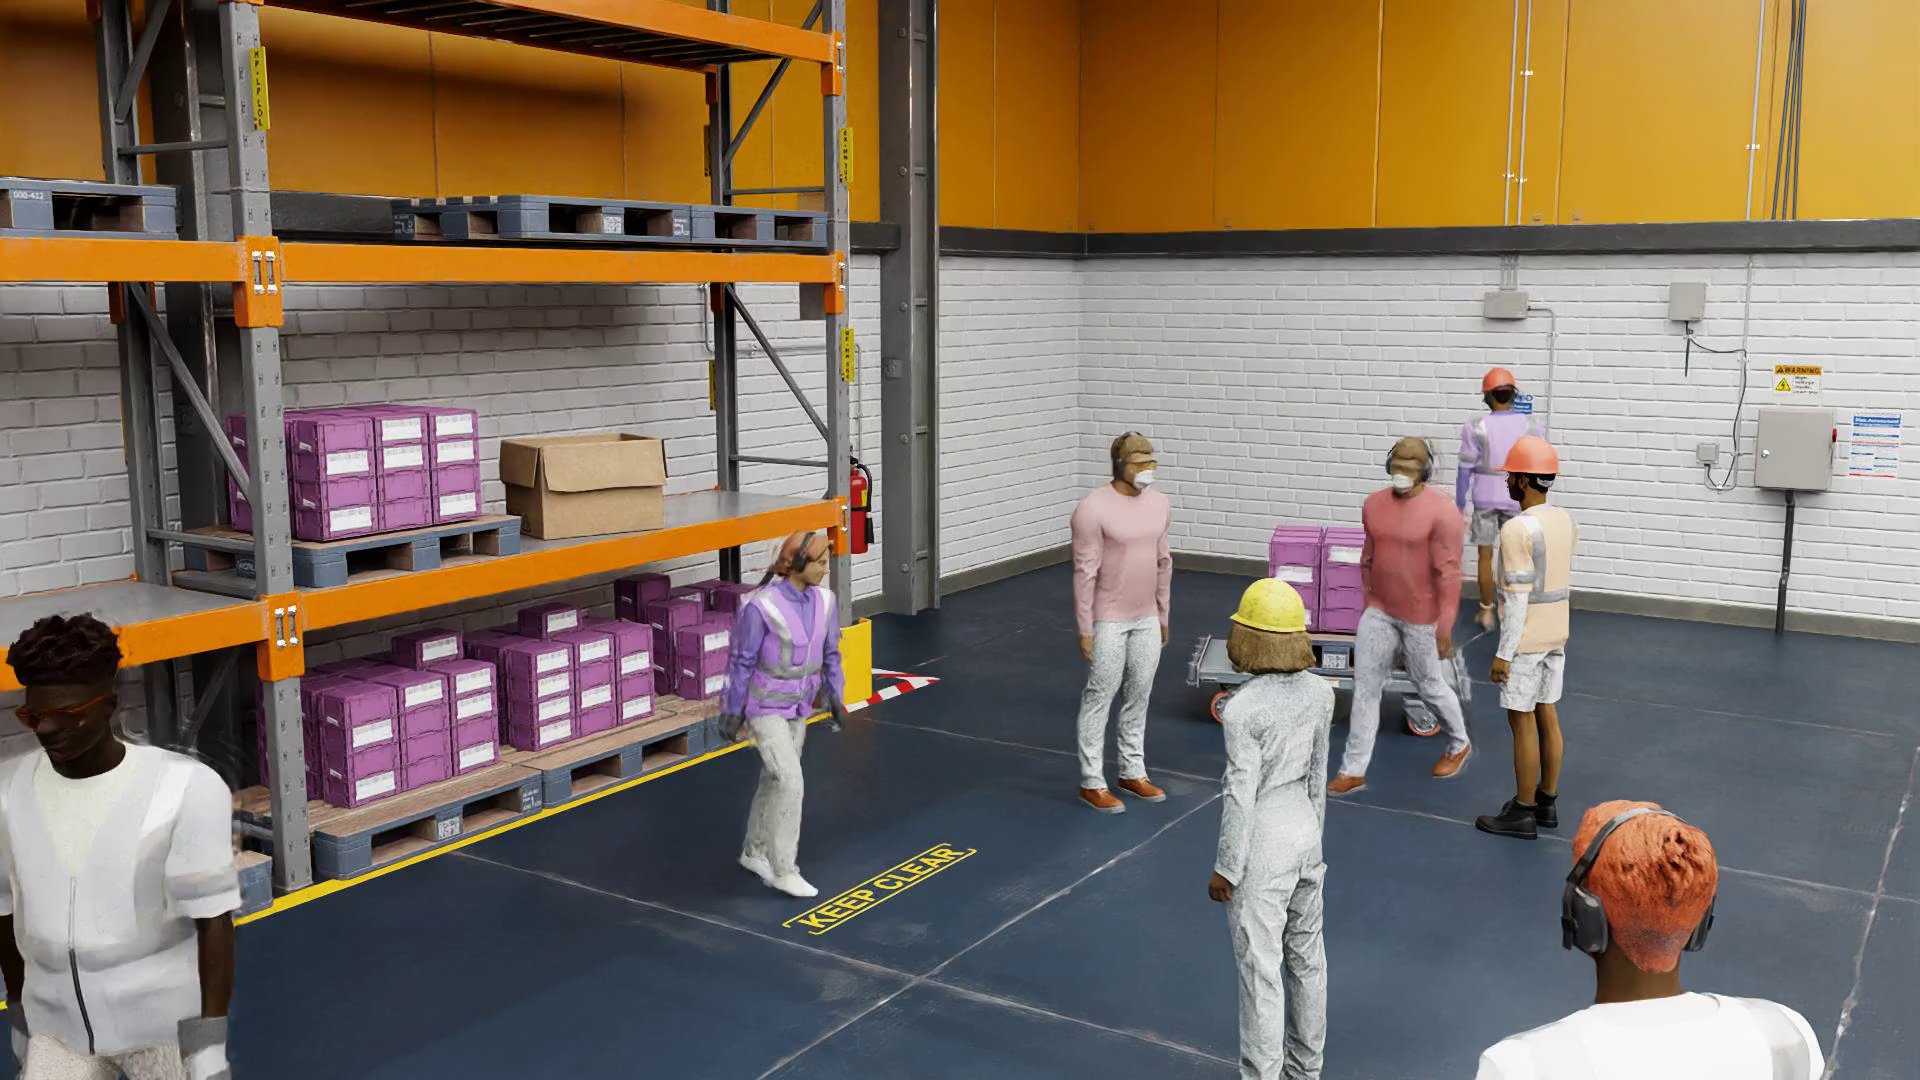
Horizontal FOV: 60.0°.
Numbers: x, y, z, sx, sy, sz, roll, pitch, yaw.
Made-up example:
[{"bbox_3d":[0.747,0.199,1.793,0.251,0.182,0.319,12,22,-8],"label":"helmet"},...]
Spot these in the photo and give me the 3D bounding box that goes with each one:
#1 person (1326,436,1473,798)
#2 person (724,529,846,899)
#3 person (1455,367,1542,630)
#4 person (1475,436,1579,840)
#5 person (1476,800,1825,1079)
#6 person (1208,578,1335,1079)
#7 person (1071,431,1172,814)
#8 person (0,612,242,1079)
[{"bbox_3d":[2.375,0.386,8.727,1.001,1.895,0.629,-6,11,-36],"label":"person"},{"bbox_3d":[-0.753,0.749,7.242,0.668,1.602,0.531,6,11,35],"label":"person"},{"bbox_3d":[4.106,-0.302,12.699,0.641,2.032,0.473,0,9,3],"label":"person"},{"bbox_3d":[2.721,0.468,8.004,0.546,1.939,0.375,-8,12,-42],"label":"person"},{"bbox_3d":[1.028,1.328,2.597,0.572,1.883,0.358,-2,9,-14],"label":"person"},{"bbox_3d":[0.974,0.983,5.287,0.483,1.745,0.300,-7,11,-40],"label":"person"},{"bbox_3d":[0.827,0.409,8.437,0.634,1.931,0.366,-7,11,-37],"label":"person"},{"bbox_3d":[-1.972,1.117,3.835,0.629,1.909,0.986,0,9,-2],"label":"person"}]
